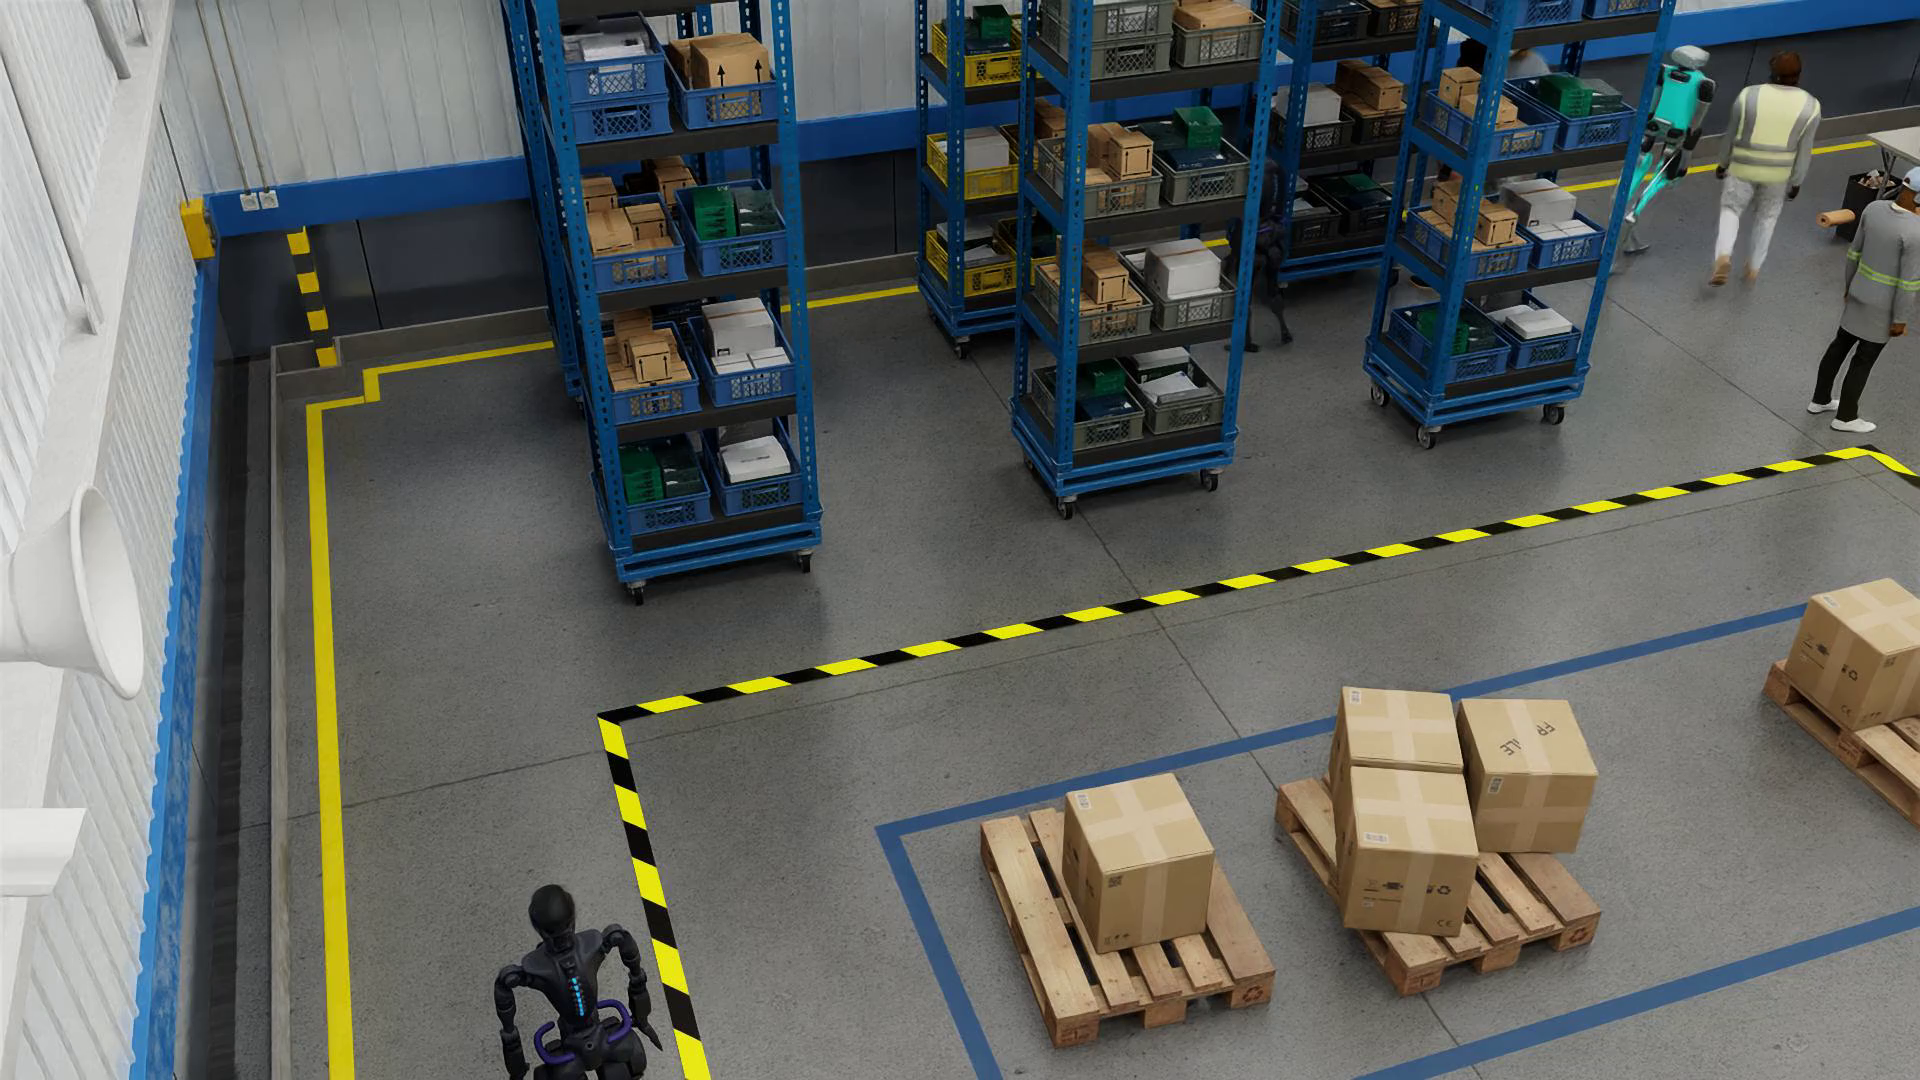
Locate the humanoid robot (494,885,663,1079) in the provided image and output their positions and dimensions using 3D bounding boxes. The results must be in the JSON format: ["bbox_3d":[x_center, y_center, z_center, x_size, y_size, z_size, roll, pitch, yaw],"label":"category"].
[{"bbox_3d":[-1.394,1.894,6.138,0.599,1.653,0.315,-18,39,-23],"label":"humanoid robot"}]

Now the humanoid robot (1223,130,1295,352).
[{"bbox_3d":[2.164,-2.090,11.803,0.616,1.644,0.482,-28,44,-34],"label":"humanoid robot"}]

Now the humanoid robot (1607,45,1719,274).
[{"bbox_3d":[5.288,-2.899,12.901,0.919,1.747,0.546,-23,41,-29],"label":"humanoid robot"}]

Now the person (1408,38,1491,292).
[{"bbox_3d":[3.767,-2.833,12.601,0.368,1.965,0.601,24,42,30],"label":"person"}]

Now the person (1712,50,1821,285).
[{"bbox_3d":[6.094,-2.788,12.663,0.649,1.824,0.666,12,37,16],"label":"person"}]

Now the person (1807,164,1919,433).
[{"bbox_3d":[6.042,-1.584,10.932,0.393,1.848,0.586,-7,36,-10],"label":"person"}]

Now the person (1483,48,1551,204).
[{"bbox_3d":[4.289,-3.173,13.134,0.437,1.922,0.645,-19,39,-25],"label":"person"}]
